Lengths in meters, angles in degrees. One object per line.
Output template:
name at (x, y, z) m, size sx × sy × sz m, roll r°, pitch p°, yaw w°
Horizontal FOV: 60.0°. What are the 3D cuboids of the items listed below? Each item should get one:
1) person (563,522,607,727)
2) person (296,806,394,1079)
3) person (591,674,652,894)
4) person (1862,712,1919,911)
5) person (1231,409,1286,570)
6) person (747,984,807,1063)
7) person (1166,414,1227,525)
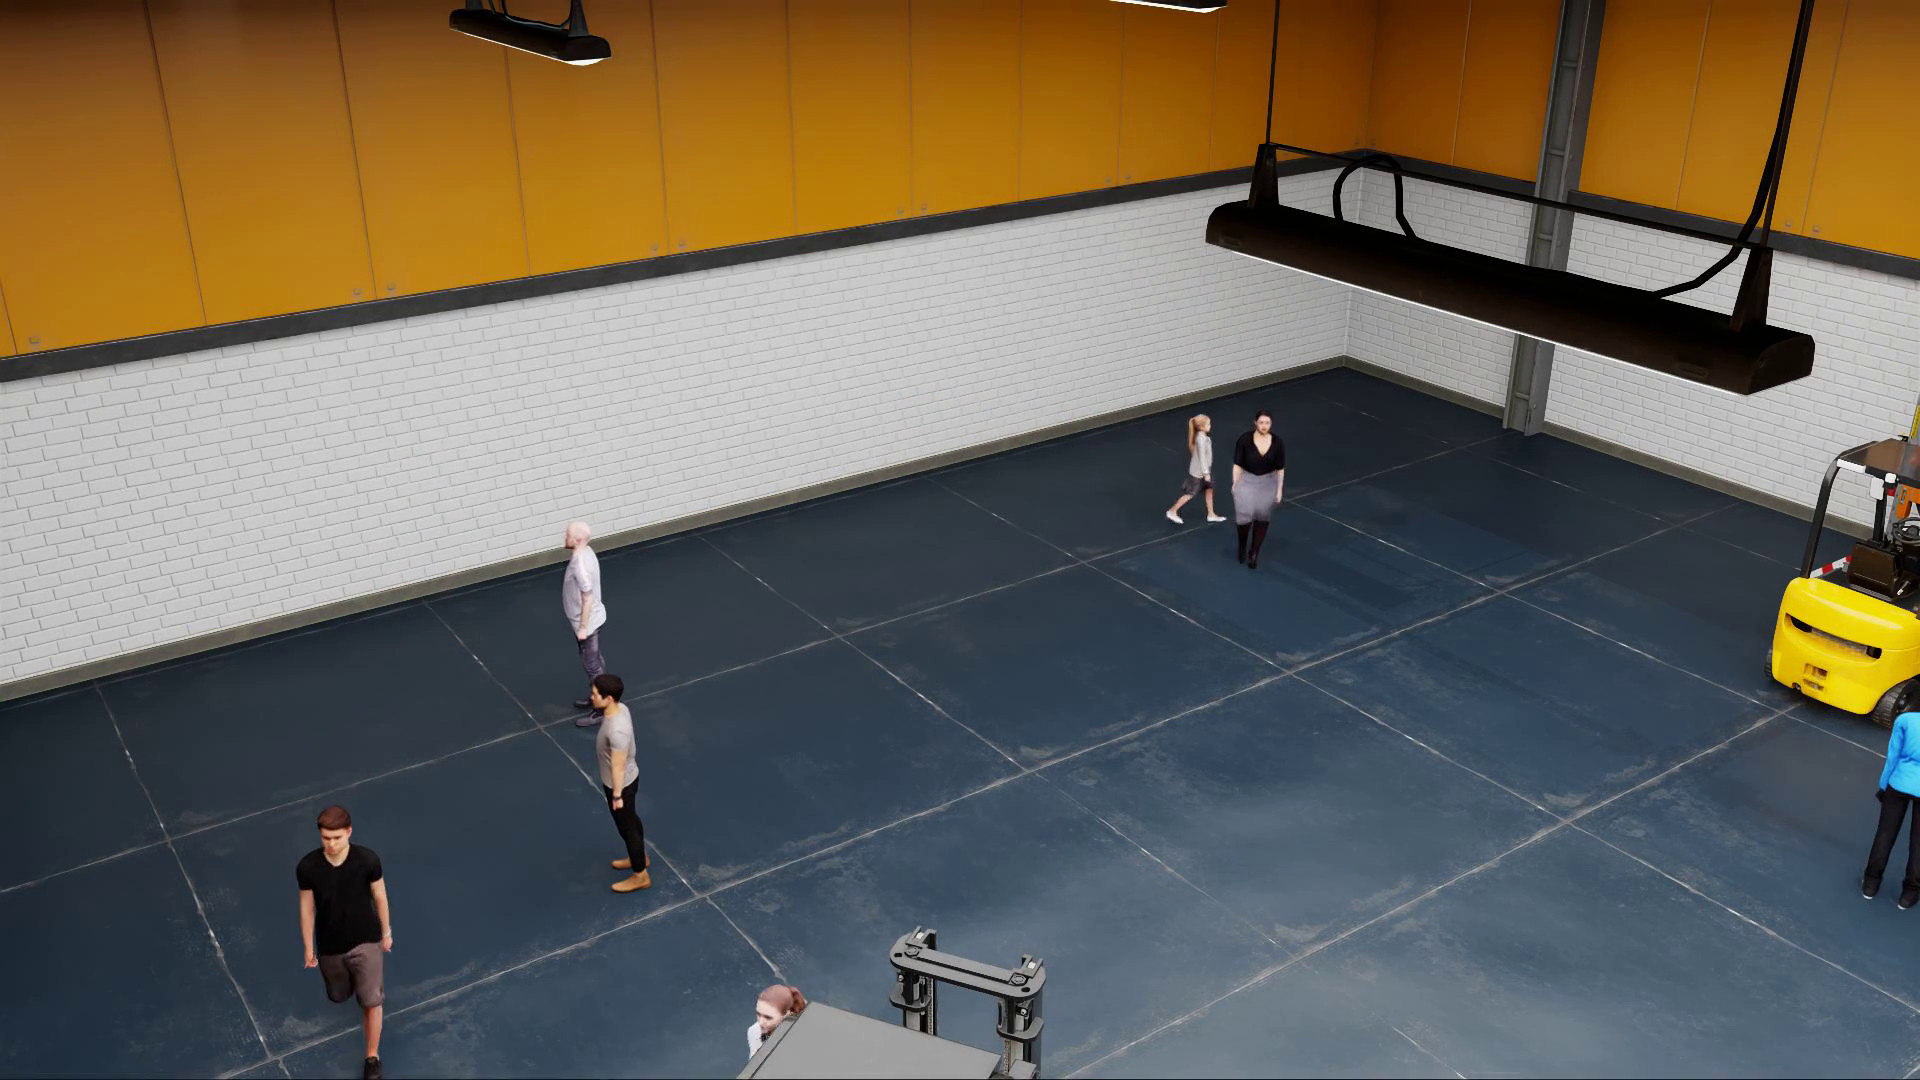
person at (-3.170, 0.686, 14.160) m, size 0.800 × 1.832 × 0.671 m, roll -4°, pitch 24°, yaw -10°
person at (-3.736, 2.404, 10.216) m, size 0.992 × 1.843 × 1.208 m, roll -4°, pitch 24°, yaw -9°
person at (-2.430, 1.714, 11.953) m, size 0.727 × 1.716 × 0.594 m, roll -4°, pitch 24°, yaw -10°
person at (6.725, 1.773, 11.722) m, size 0.572 × 1.794 × 0.736 m, roll 17°, pitch 29°, yaw 34°
person at (3.035, -0.547, 17.089) m, size 0.782 × 1.746 × 0.814 m, roll 1°, pitch 24°, yaw 2°
person at (-0.900, 3.063, 8.854) m, size 1.097 × 1.726 × 0.956 m, roll 12°, pitch 26°, yaw 26°
person at (2.558, -0.754, 18.175) m, size 0.926 × 1.254 × 0.849 m, roll 5°, pitch 24°, yaw 11°
